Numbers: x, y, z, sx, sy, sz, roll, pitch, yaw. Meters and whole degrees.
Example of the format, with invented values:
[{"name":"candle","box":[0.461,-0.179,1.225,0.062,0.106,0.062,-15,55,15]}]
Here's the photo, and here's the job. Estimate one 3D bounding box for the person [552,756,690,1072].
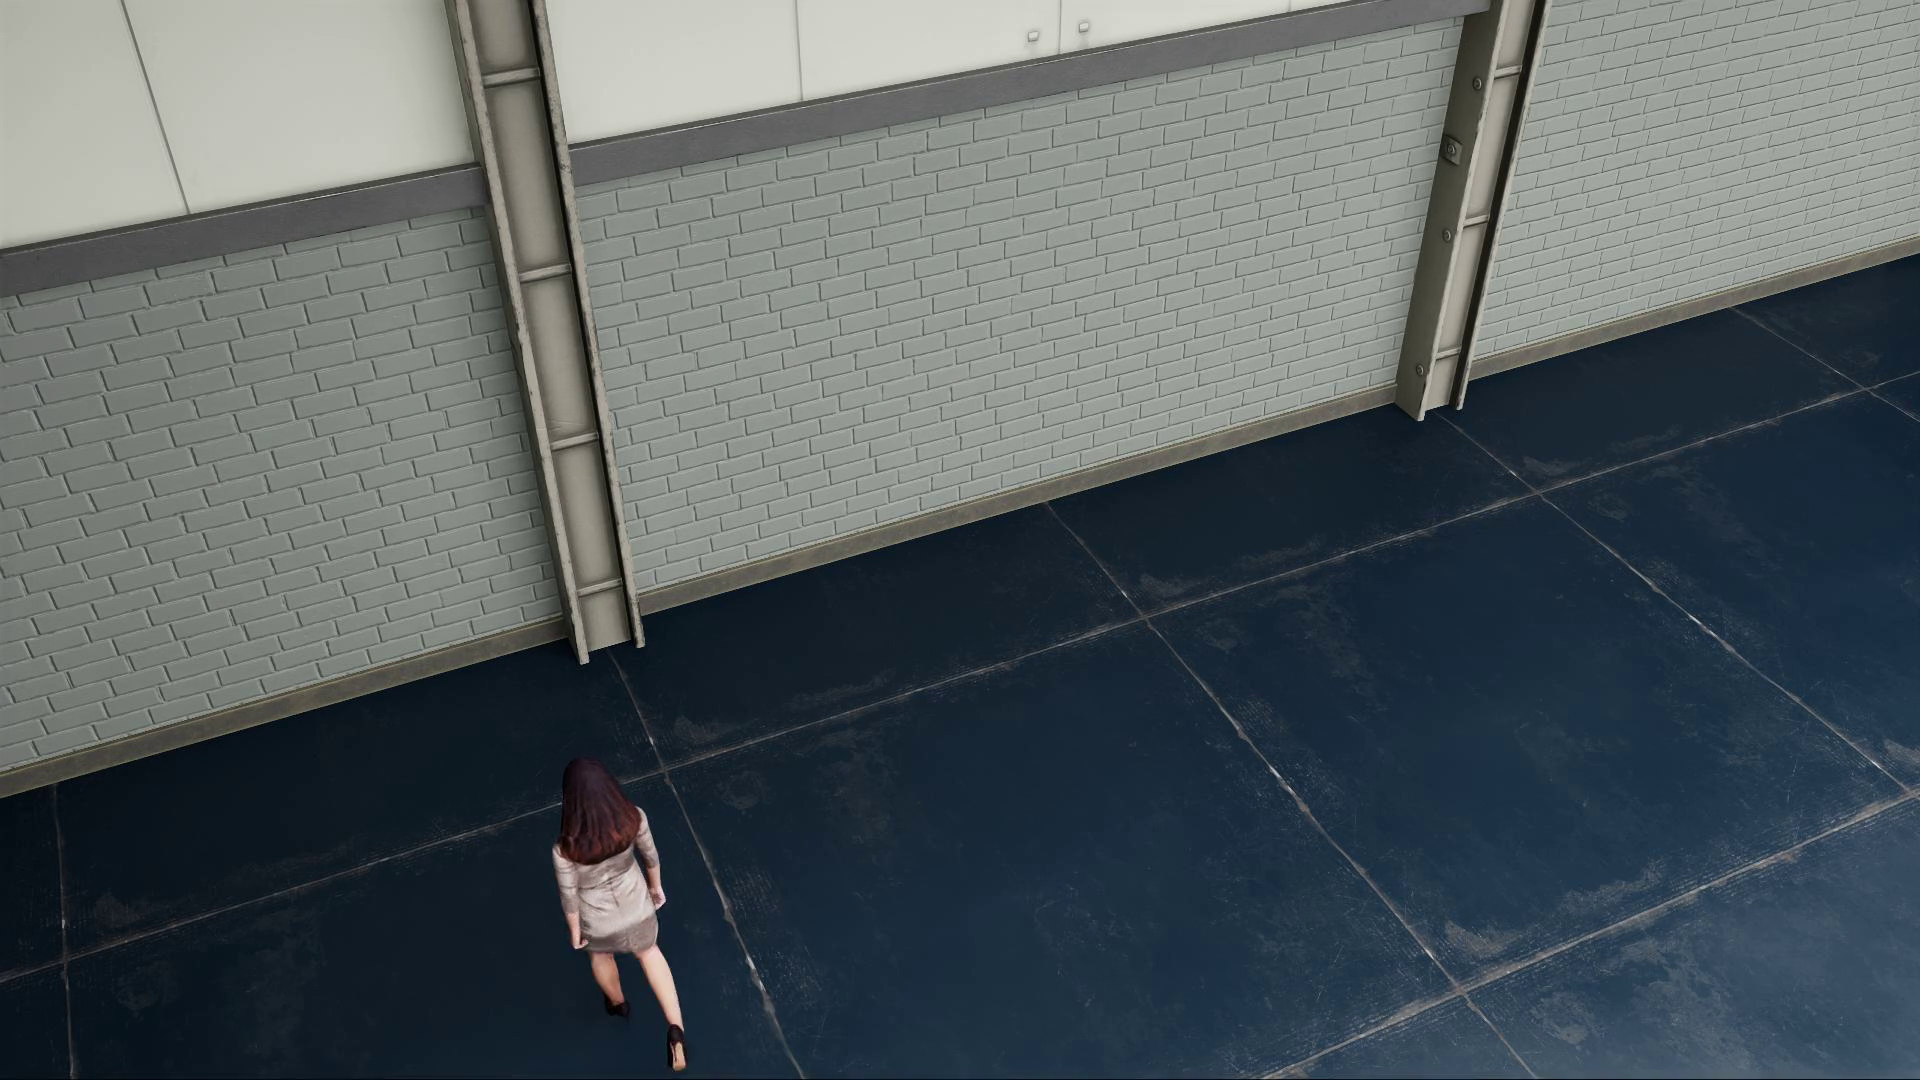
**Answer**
[{"name":"person","box":[-1.450,1.638,7.126,0.942,1.729,0.749,-23,44,-27]}]
